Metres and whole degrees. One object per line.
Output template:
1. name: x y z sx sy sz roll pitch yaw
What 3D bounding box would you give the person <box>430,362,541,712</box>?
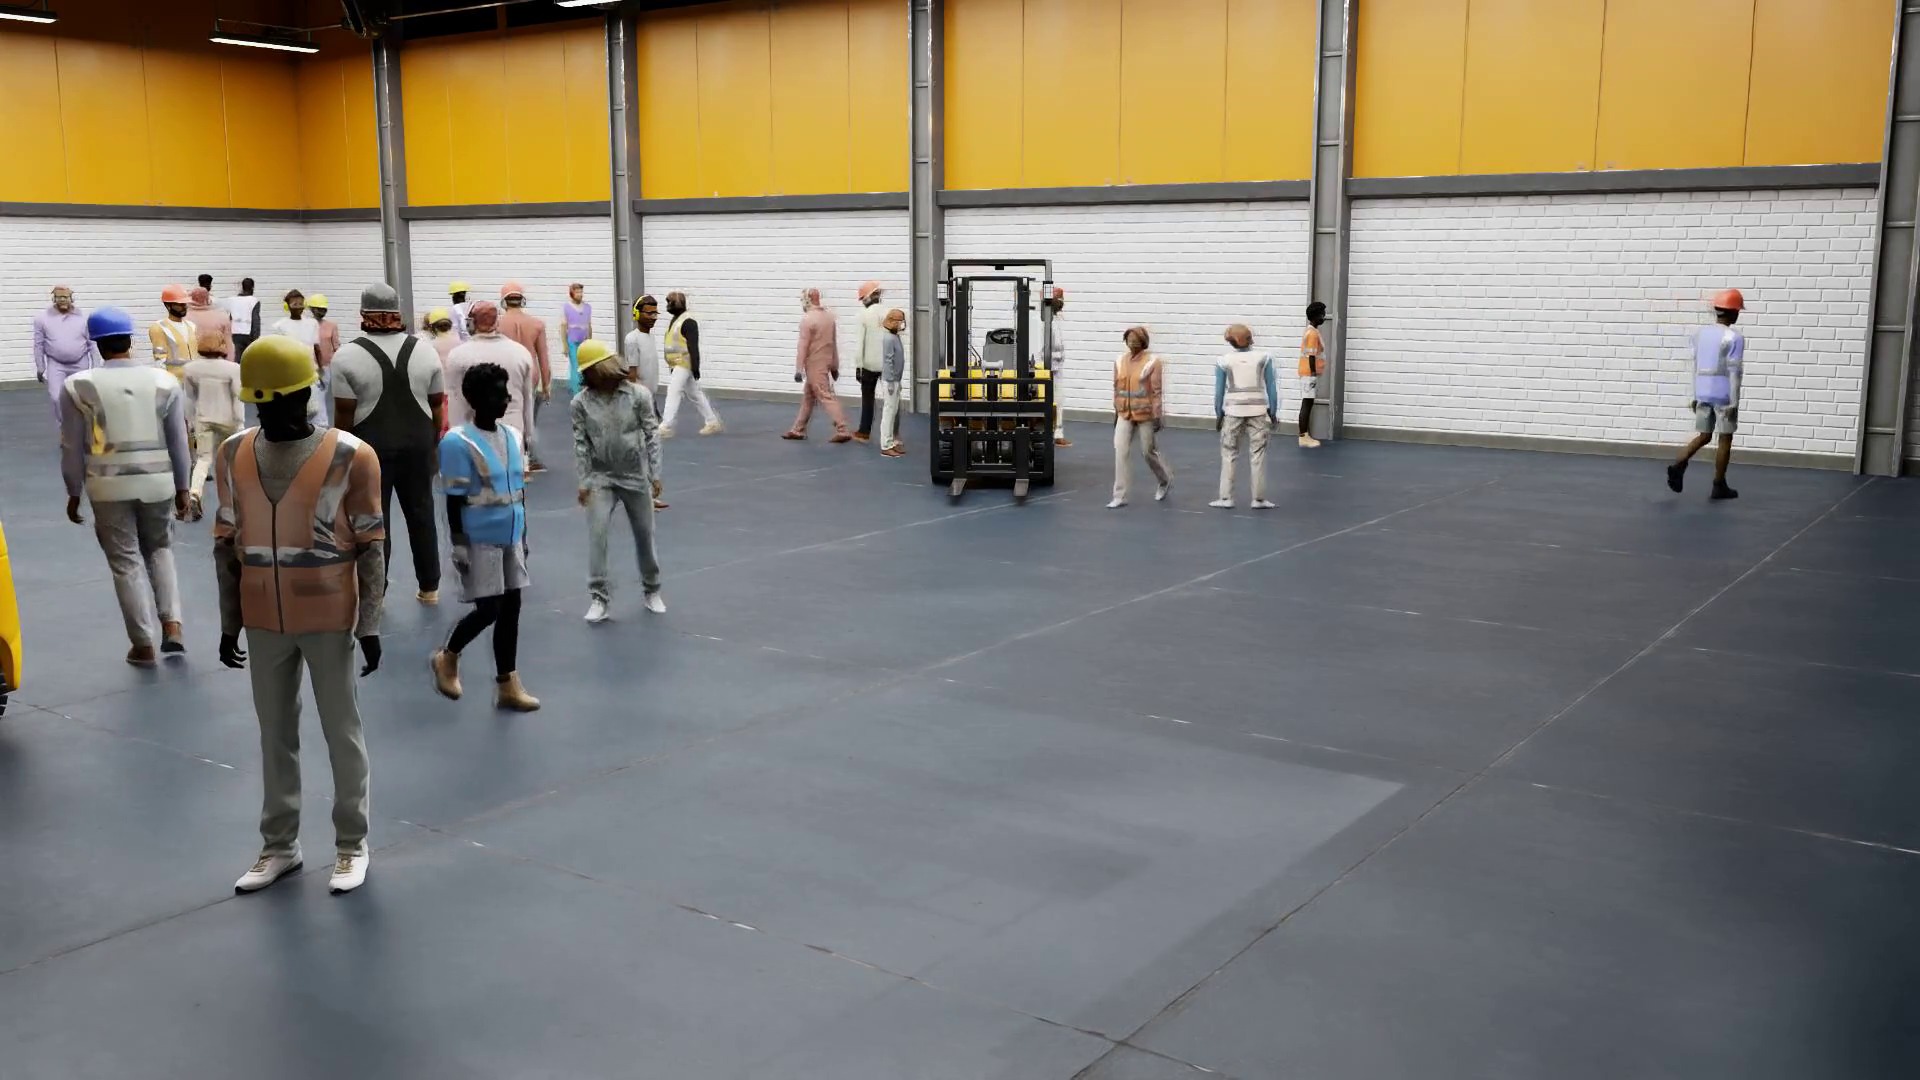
1. person: -2.269 -0.009 7.945 0.449 1.686 0.548 5 11 25

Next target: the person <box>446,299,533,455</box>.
1. person: -3.272 -0.719 11.574 0.640 1.896 0.421 -8 12 -38

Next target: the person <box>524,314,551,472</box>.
1. person: -4.507 -1.510 17.121 0.661 1.610 0.517 7 12 36

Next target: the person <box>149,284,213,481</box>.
1. person: -7.564 -1.510 16.165 0.360 1.938 0.545 3 10 15

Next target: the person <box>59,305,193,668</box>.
1. person: -4.432 -0.278 8.850 0.605 1.928 0.452 -8 13 -41

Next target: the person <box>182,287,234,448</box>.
1. person: -8.816 -2.018 19.406 0.662 1.872 0.895 -3 10 -17

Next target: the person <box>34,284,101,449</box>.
1. person: -10.240 -1.985 19.121 0.679 1.885 0.618 -6 11 -30

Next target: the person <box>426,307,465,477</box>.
1. person: -4.960 -1.396 16.133 0.529 1.727 0.907 -7 12 -36

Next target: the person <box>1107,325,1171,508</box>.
1. person: 1.603 -1.103 14.716 0.529 1.609 0.763 7 12 38

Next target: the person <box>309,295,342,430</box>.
1. person: -7.870 -2.157 20.588 0.799 1.729 0.551 8 13 40

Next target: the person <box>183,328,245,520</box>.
1. person: -6.306 -0.984 14.037 0.504 1.606 0.775 -1 10 -4

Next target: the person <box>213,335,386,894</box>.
1. person: -2.257 0.261 5.678 0.585 1.917 0.382 1 10 4

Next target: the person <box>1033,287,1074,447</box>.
1. person: 0.973 -2.021 19.433 0.721 1.867 0.585 7 12 34

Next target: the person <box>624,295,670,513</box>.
1. person: -2.716 -1.174 14.383 0.335 1.865 0.519 2 10 10

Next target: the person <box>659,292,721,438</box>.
1. person: -3.388 -2.161 20.505 0.982 1.794 0.625 -5 11 -25

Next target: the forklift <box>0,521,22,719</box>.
1. forklift: -5.296 -0.090 6.943 1.214 2.155 2.313 7 12 35

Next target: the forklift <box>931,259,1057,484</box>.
1. forklift: 0.370 -1.738 16.759 1.214 2.155 2.313 1 10 3

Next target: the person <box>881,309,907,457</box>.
1. person: -0.731 -1.744 18.459 0.281 1.631 0.504 1 10 9

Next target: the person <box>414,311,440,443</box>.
1. person: -5.885 -1.701 18.259 0.517 1.614 0.530 4 10 21

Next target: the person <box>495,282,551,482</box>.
1. person: -4.431 -1.569 16.496 0.646 1.930 1.011 -5 11 -28

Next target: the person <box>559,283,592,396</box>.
1. person: -5.741 -2.943 24.998 0.440 1.831 0.602 7 12 38

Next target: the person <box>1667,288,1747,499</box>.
1. person: 6.787 -1.307 15.016 0.652 1.916 0.554 -4 11 -25

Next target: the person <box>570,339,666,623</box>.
1. person: -2.060 -0.357 9.999 0.522 1.694 0.637 -1 10 -8

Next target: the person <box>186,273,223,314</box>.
1. person: -12.656 -3.510 28.036 0.645 1.944 0.646 1 10 8

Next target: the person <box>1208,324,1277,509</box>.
1. person: 2.498 -1.068 14.504 0.618 1.612 0.324 1 10 9

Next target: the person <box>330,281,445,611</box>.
1. person: -3.565 -0.582 10.327 0.678 2.000 0.537 -7 12 -36

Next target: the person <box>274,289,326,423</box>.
1. person: -7.270 -1.827 18.283 0.617 1.858 0.524 9 13 42

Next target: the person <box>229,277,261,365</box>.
1. person: -11.857 -3.380 27.461 0.636 1.888 0.739 2 10 13

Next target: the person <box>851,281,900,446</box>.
1. person: -0.987 -2.050 19.458 0.625 1.920 1.025 -5 11 -29

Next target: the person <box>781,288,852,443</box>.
1. person: -1.707 -2.075 19.822 1.013 1.851 0.647 4 10 21

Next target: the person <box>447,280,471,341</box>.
1. person: -6.711 -2.534 22.383 0.797 1.889 0.607 4 10 24

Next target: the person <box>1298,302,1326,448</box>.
1. person: 4.086 -1.916 19.320 0.319 1.691 0.535 1 10 9
